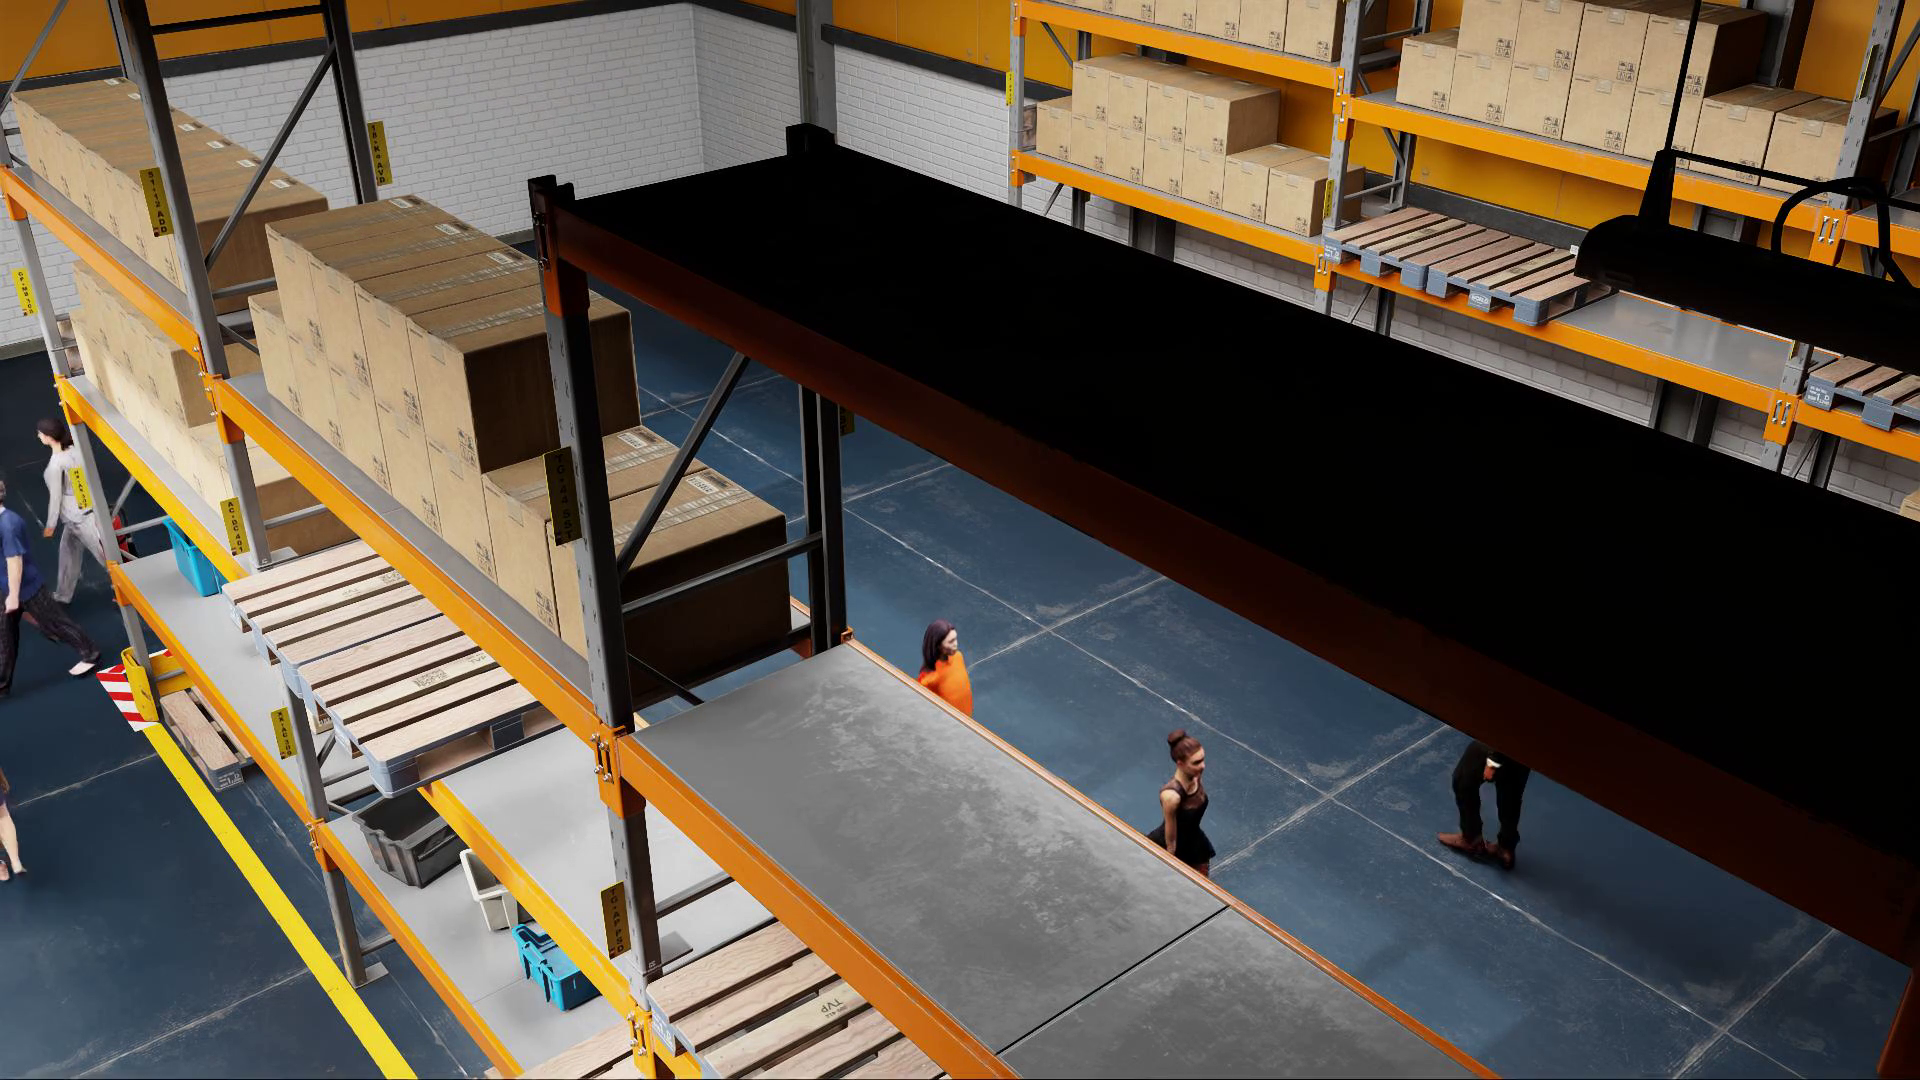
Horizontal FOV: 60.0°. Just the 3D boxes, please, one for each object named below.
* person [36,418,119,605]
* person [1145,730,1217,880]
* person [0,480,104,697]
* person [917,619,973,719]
[{"bbox_3d":[-7.312,-0.208,14.001,0.925,1.736,1.054,-8,30,-14],"label":"person"},{"bbox_3d":[1.257,1.889,10.276,1.183,1.622,0.741,20,35,33],"label":"person"},{"bbox_3d":[-7.190,0.342,12.908,1.191,1.817,0.914,20,35,32],"label":"person"},{"bbox_3d":[-0.151,1.282,11.261,0.895,1.745,0.775,15,32,25],"label":"person"}]
